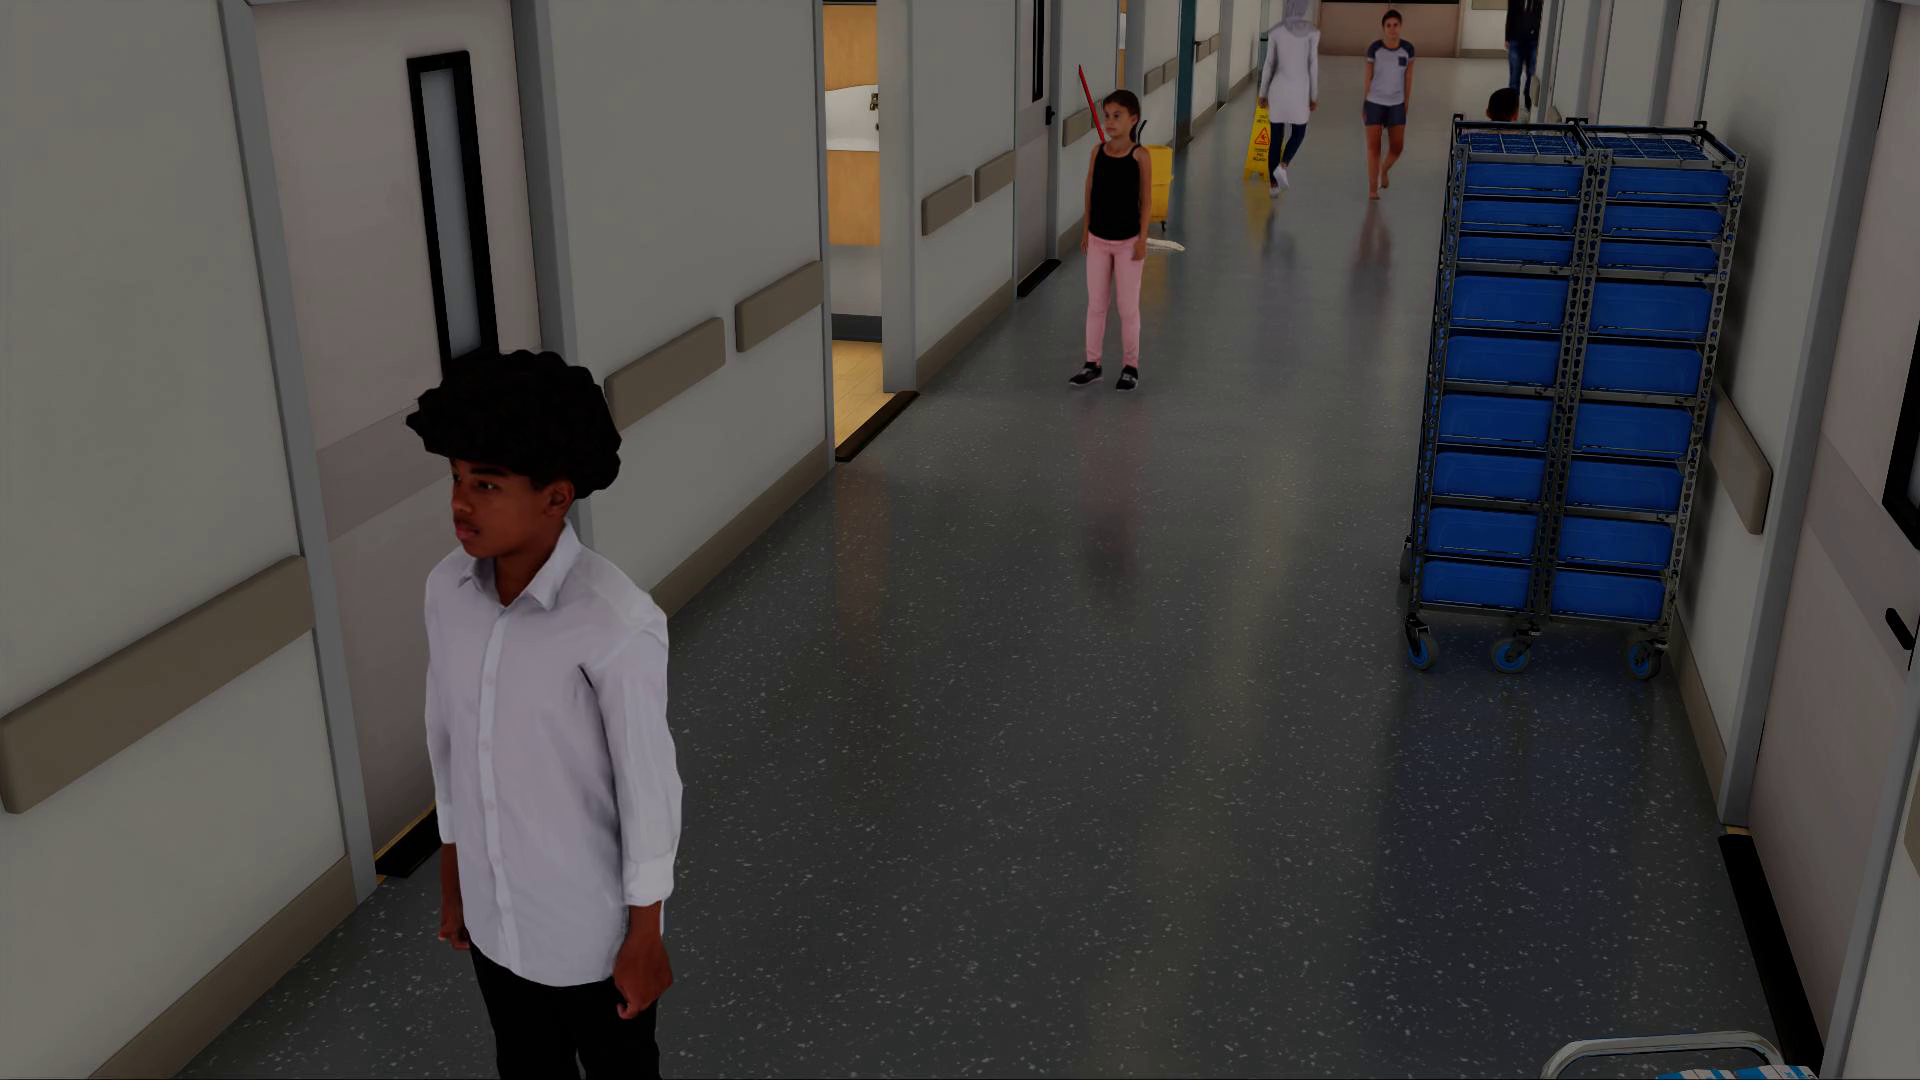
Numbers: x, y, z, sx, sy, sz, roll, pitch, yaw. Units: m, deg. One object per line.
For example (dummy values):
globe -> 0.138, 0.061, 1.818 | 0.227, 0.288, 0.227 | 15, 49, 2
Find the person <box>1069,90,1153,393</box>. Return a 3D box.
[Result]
person -> 0.819, -1.568, 8.746 | 0.573, 1.565, 0.571 | 11, 23, 26

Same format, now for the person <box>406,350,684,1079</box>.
person -> -0.668, 0.559, 2.785 | 0.682, 1.809, 0.653 | 11, 24, 28

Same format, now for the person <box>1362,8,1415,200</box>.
person -> 3.716, -3.806, 14.593 | 0.655, 1.610, 0.794 | 1, 21, 2

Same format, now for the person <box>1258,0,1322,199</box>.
person -> 2.878, -3.868, 14.536 | 0.715, 1.765, 0.737 | 6, 21, 15

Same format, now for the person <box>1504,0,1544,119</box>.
person -> 6.937, -6.133, 20.362 | 0.734, 1.874, 0.981 | 8, 22, 20
